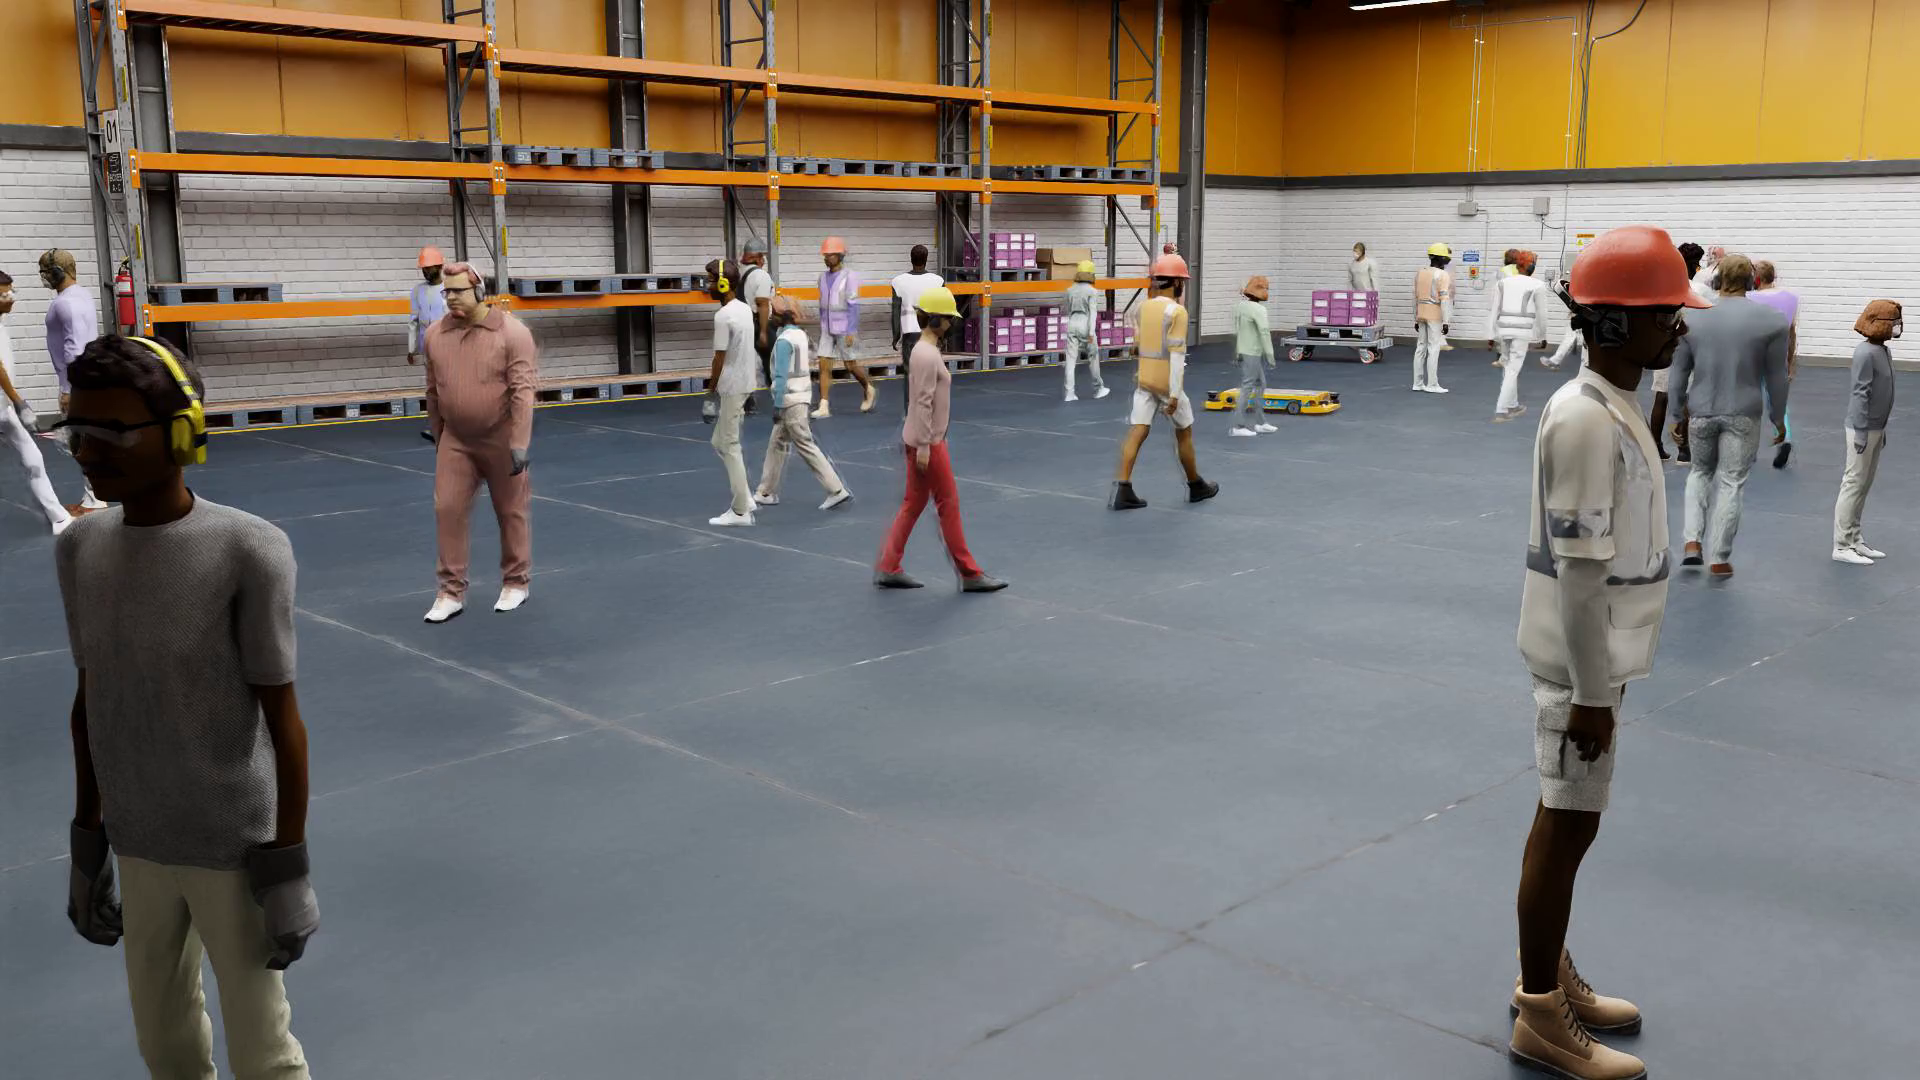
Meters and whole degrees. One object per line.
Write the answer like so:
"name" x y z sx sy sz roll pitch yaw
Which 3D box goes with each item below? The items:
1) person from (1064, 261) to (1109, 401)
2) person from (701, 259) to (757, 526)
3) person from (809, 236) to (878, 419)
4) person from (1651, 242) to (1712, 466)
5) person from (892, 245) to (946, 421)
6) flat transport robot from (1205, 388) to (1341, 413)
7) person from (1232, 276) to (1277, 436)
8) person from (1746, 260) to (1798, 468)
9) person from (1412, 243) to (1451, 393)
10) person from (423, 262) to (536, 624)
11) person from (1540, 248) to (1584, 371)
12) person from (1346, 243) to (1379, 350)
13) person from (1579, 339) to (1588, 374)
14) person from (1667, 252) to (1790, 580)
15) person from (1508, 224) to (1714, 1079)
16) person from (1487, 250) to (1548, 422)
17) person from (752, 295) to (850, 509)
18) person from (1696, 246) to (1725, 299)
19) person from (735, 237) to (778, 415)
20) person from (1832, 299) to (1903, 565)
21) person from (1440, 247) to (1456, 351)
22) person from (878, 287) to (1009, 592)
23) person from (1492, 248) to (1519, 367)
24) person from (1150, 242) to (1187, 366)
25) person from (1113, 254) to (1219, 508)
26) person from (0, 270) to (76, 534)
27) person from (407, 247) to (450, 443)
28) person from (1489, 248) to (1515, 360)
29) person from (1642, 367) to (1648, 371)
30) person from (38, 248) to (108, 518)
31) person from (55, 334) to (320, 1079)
"person" 1.551 -2.583 20.559 0.493 1.703 0.848 7 13 35
"person" -1.629 -1.005 11.518 0.420 1.855 0.572 2 11 12
"person" -1.328 -2.373 18.583 0.609 2.019 0.934 7 13 34
"person" 6.366 -1.638 14.701 0.369 1.958 0.602 -7 12 -33
"person" -0.441 -2.226 18.019 0.597 1.916 0.372 0 10 0
"flat transport robot" 3.613 -1.616 19.188 1.431 0.197 0.652 5 11 25
"person" 3.045 -1.846 16.764 0.661 1.608 0.538 -2 11 -11
"person" 7.105 -1.553 14.645 0.592 1.809 0.847 1 10 3
"person" 6.092 -2.856 21.437 0.384 1.922 0.594 -5 12 -26
"person" -2.552 -0.505 8.752 0.659 1.874 0.798 1 10 6
"person" 9.135 -3.387 24.560 0.984 1.833 0.575 8 13 38
"person" 7.096 -4.317 29.545 0.839 1.886 0.653 -6 12 -31
"person" 7.514 -2.374 19.588 0.523 1.638 0.311 -6 12 -30
"person" 4.535 -0.728 9.846 0.639 1.919 0.507 8 13 36
"person" 1.548 0.278 4.021 0.377 2.045 0.605 4 11 22
"person" 6.150 -2.228 18.202 0.886 1.848 0.581 -8 13 -39
"person" -1.217 -1.014 12.304 0.857 1.593 0.518 2 11 8
"person" 10.155 -3.049 22.653 0.663 1.867 0.960 -6 12 -28
"person" -2.278 -2.437 18.836 0.693 2.000 1.010 10 14 43
"person" 5.641 -0.672 10.321 0.275 1.632 0.507 9 14 41
"person" 8.489 -4.272 29.432 0.636 1.819 0.675 -8 13 -38
"person" -0.122 -0.561 9.430 0.748 1.729 0.546 -1 10 -5
"person" 8.427 -3.527 25.364 0.625 1.827 0.679 -6 12 -30
"person" 3.254 -3.646 25.793 0.407 1.909 0.638 -9 14 -41
"person" 1.525 -1.174 12.412 1.011 1.886 0.539 -8 13 -37
"person" -6.410 -0.878 11.025 1.049 1.805 0.489 -4 11 -20
"person" -5.163 -1.894 16.274 0.574 1.895 0.885 2 11 12
"person" 8.867 -3.779 26.778 0.593 1.805 0.576 -4 11 -22
"person" 9.978 -3.354 24.917 0.531 1.640 0.922 -10 14 -43
"person" -6.275 -1.093 11.801 0.371 1.933 0.627 -4 11 -21
"person" -1.377 0.564 2.973 0.516 1.859 0.317 3 11 18
